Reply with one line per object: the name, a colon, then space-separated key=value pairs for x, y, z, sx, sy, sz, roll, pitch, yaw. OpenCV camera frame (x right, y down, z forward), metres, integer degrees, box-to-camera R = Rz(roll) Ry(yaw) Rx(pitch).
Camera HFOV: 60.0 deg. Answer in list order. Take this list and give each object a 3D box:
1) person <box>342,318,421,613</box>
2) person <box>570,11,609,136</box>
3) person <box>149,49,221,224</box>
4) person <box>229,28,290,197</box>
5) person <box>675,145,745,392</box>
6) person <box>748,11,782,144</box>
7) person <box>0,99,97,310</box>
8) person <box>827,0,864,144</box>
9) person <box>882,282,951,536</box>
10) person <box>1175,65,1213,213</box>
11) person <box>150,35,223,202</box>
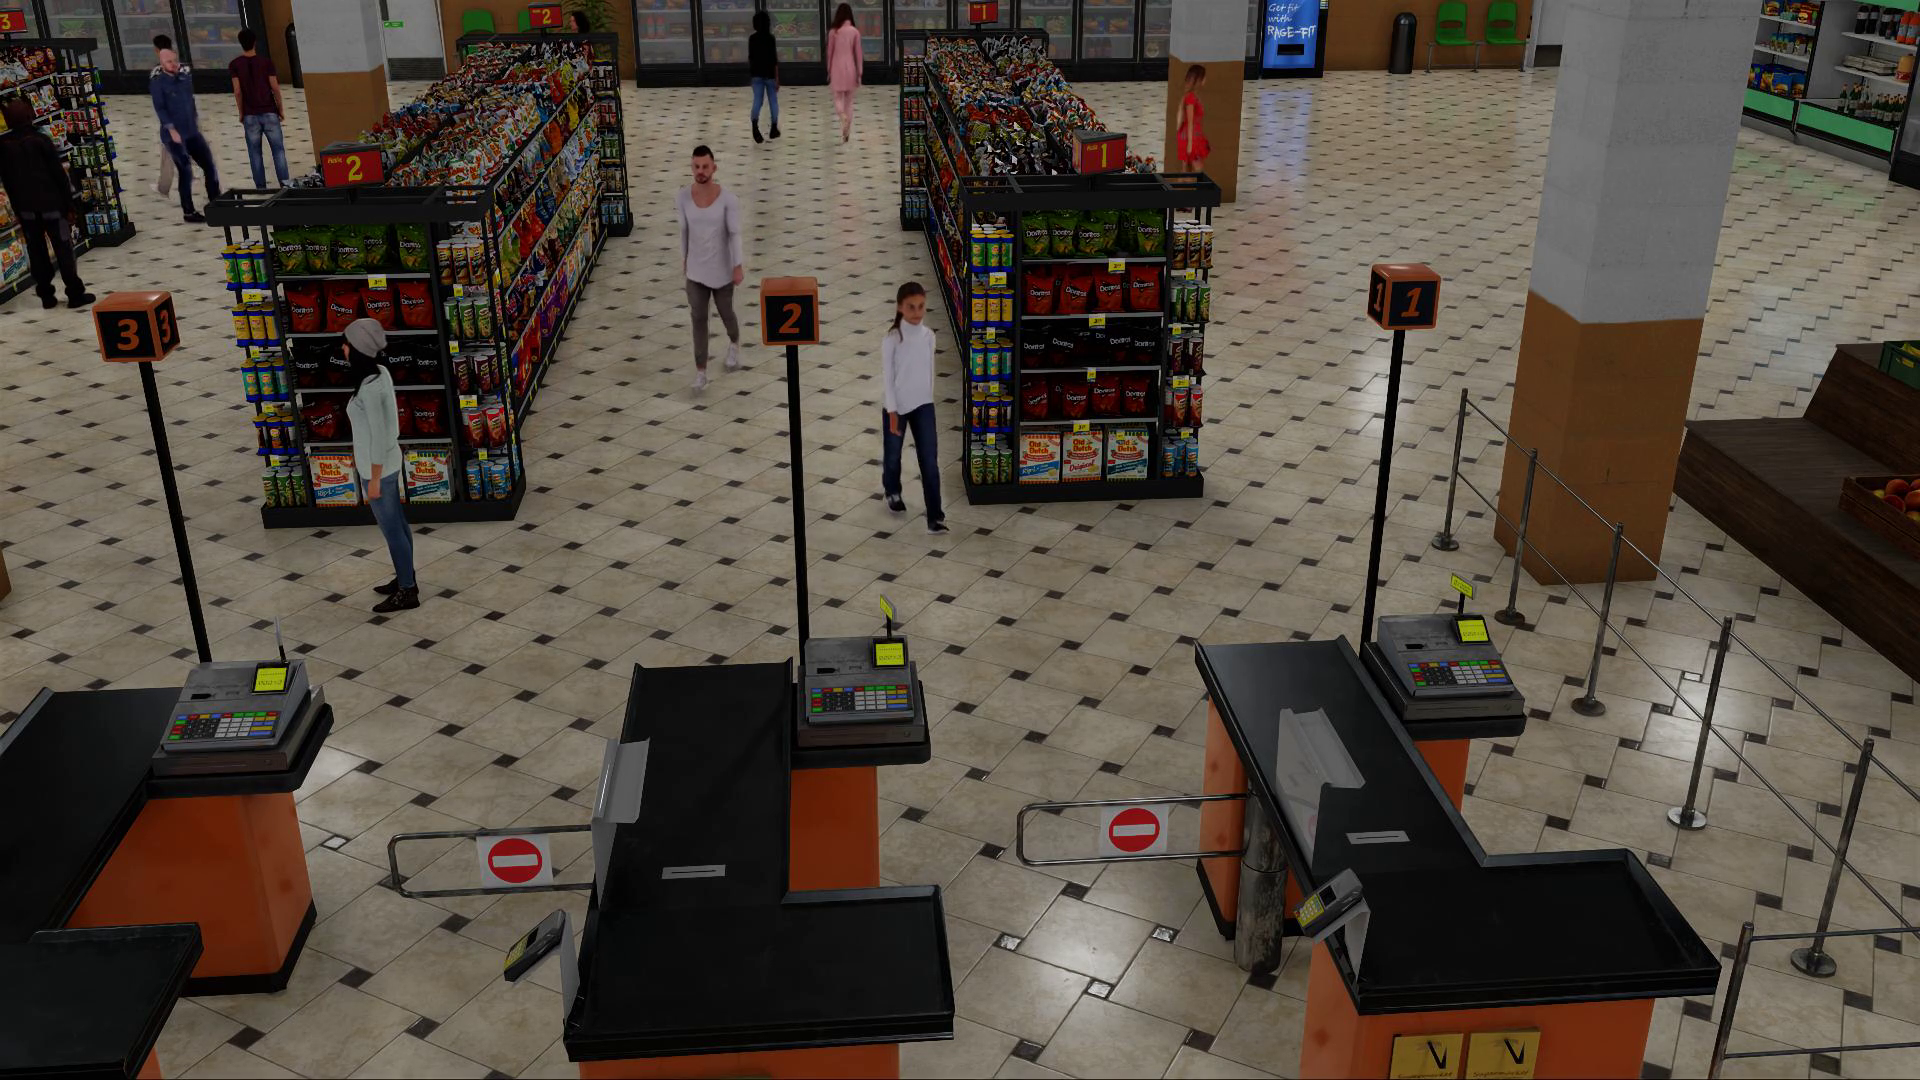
person: x=-3.147 y=-0.411 z=9.034 sx=0.657 sy=1.645 sz=0.481 roll=-6 pitch=24 yaw=-13
person: x=-4.825 y=-5.902 z=21.470 sx=1.080 sy=1.735 sz=1.164 roll=17 pitch=29 yaw=34
person: x=-8.302 y=-4.272 z=17.655 sx=0.924 sy=1.807 sz=0.793 roll=6 pitch=24 yaw=13
person: x=-7.998 y=-4.890 z=19.008 sx=0.708 sy=1.855 sz=0.641 roll=-8 pitch=25 yaw=-17
person: x=-1.877 y=-2.090 z=12.680 sx=0.862 sy=1.799 sz=1.253 roll=3 pitch=24 yaw=7
person: x=-2.610 y=-6.039 z=21.878 sx=0.740 sy=1.659 sz=1.194 roll=3 pitch=24 yaw=6
person: x=-8.077 y=-2.948 z=14.604 sx=0.690 sy=1.827 sz=0.582 roll=-3 pitch=24 yaw=-6
person: x=-1.515 y=-6.083 z=21.828 sx=0.673 sy=1.779 sz=0.929 roll=-4 pitch=24 yaw=-9
person: x=-0.348 y=-0.807 z=10.113 sx=0.682 sy=1.506 sz=1.124 roll=-8 pitch=25 yaw=-17
person: x=2.417 y=-4.355 z=18.128 sx=0.666 sy=1.581 sz=0.587 roll=1 pitch=24 yaw=2
person: x=-8.568 y=-4.613 z=18.449 sx=1.203 sy=1.795 sz=1.216 roll=14 pitch=27 yaw=28
